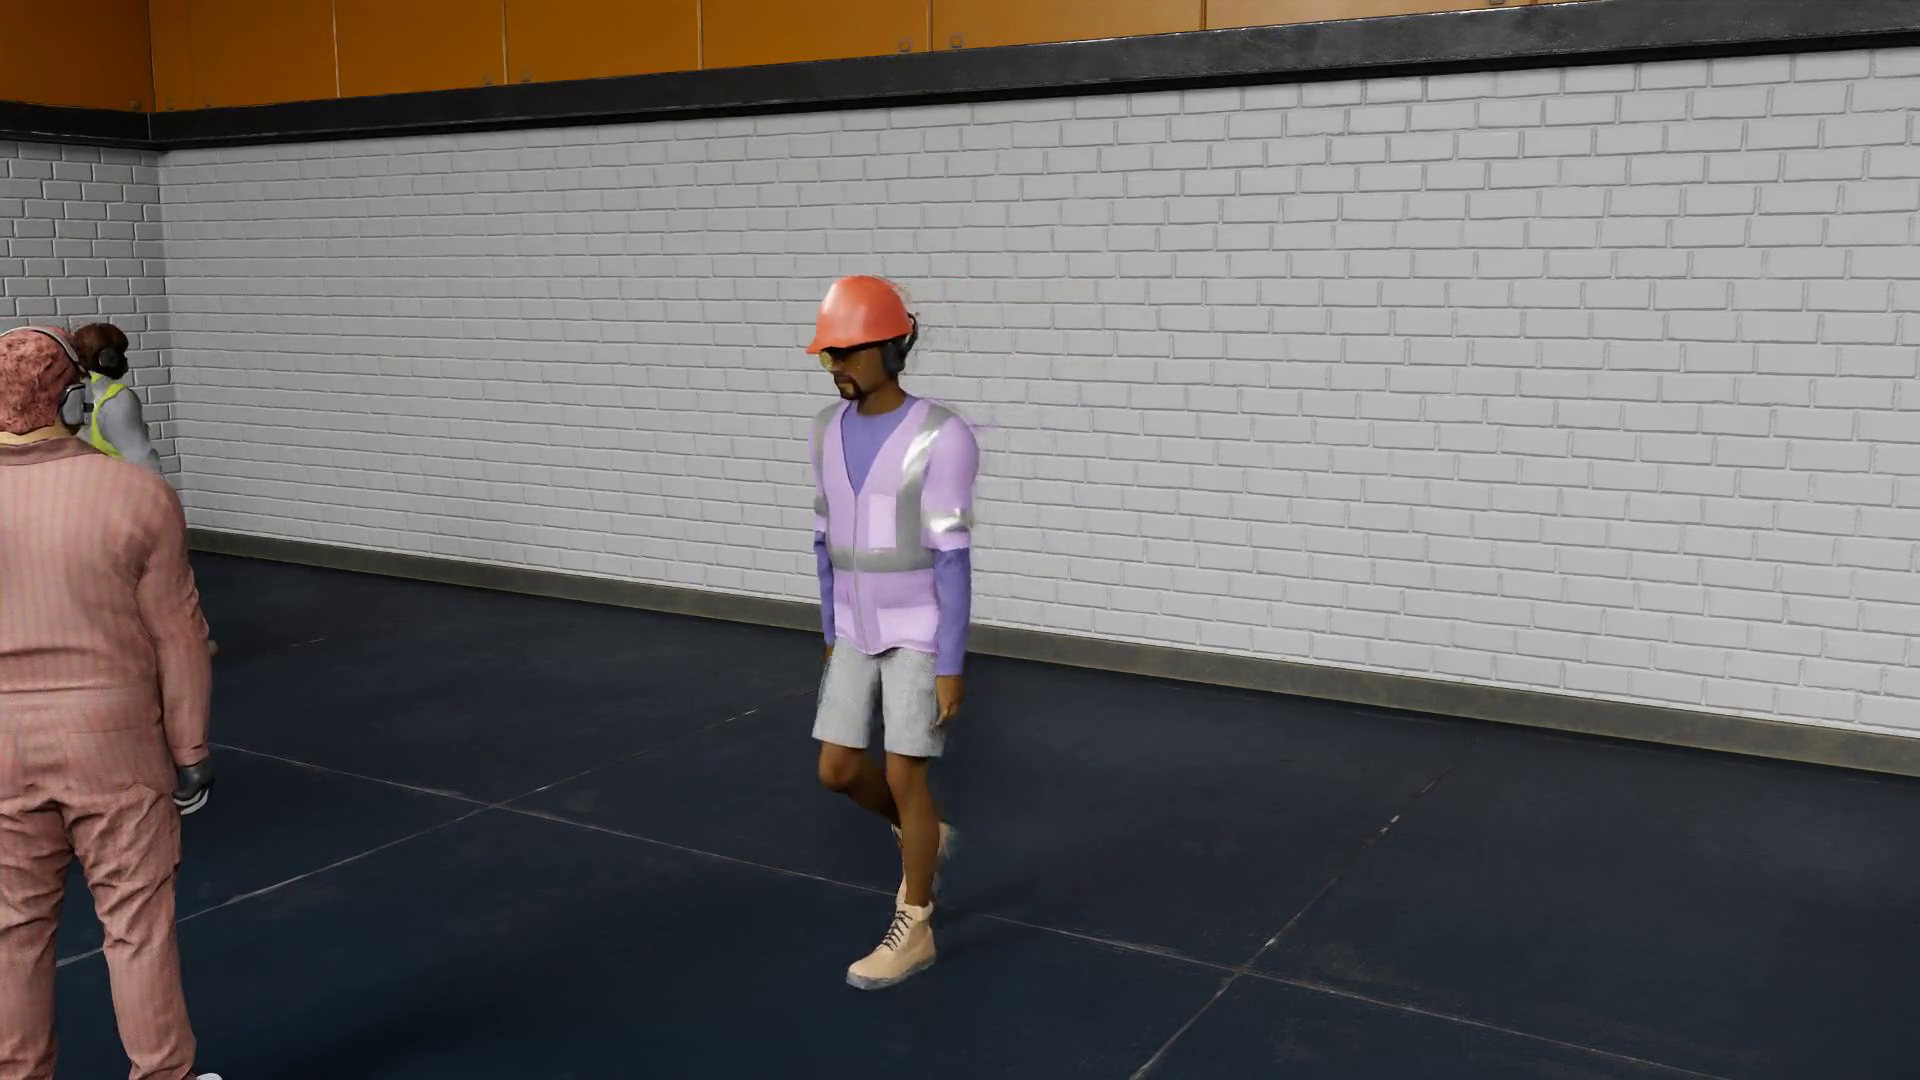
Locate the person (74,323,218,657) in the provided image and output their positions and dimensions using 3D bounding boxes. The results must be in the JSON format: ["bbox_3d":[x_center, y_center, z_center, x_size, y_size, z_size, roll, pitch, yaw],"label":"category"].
[{"bbox_3d":[-4.104,-0.147,8.044,0.640,1.792,0.978,7,12,39],"label":"person"}]

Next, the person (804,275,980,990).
[{"bbox_3d":[-0.182,0.257,4.781,0.635,2.021,0.576,7,11,37],"label":"person"}]

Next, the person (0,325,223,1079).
[{"bbox_3d":[-2.036,0.471,3.803,0.642,1.909,0.409,-2,9,-12],"label":"person"}]
